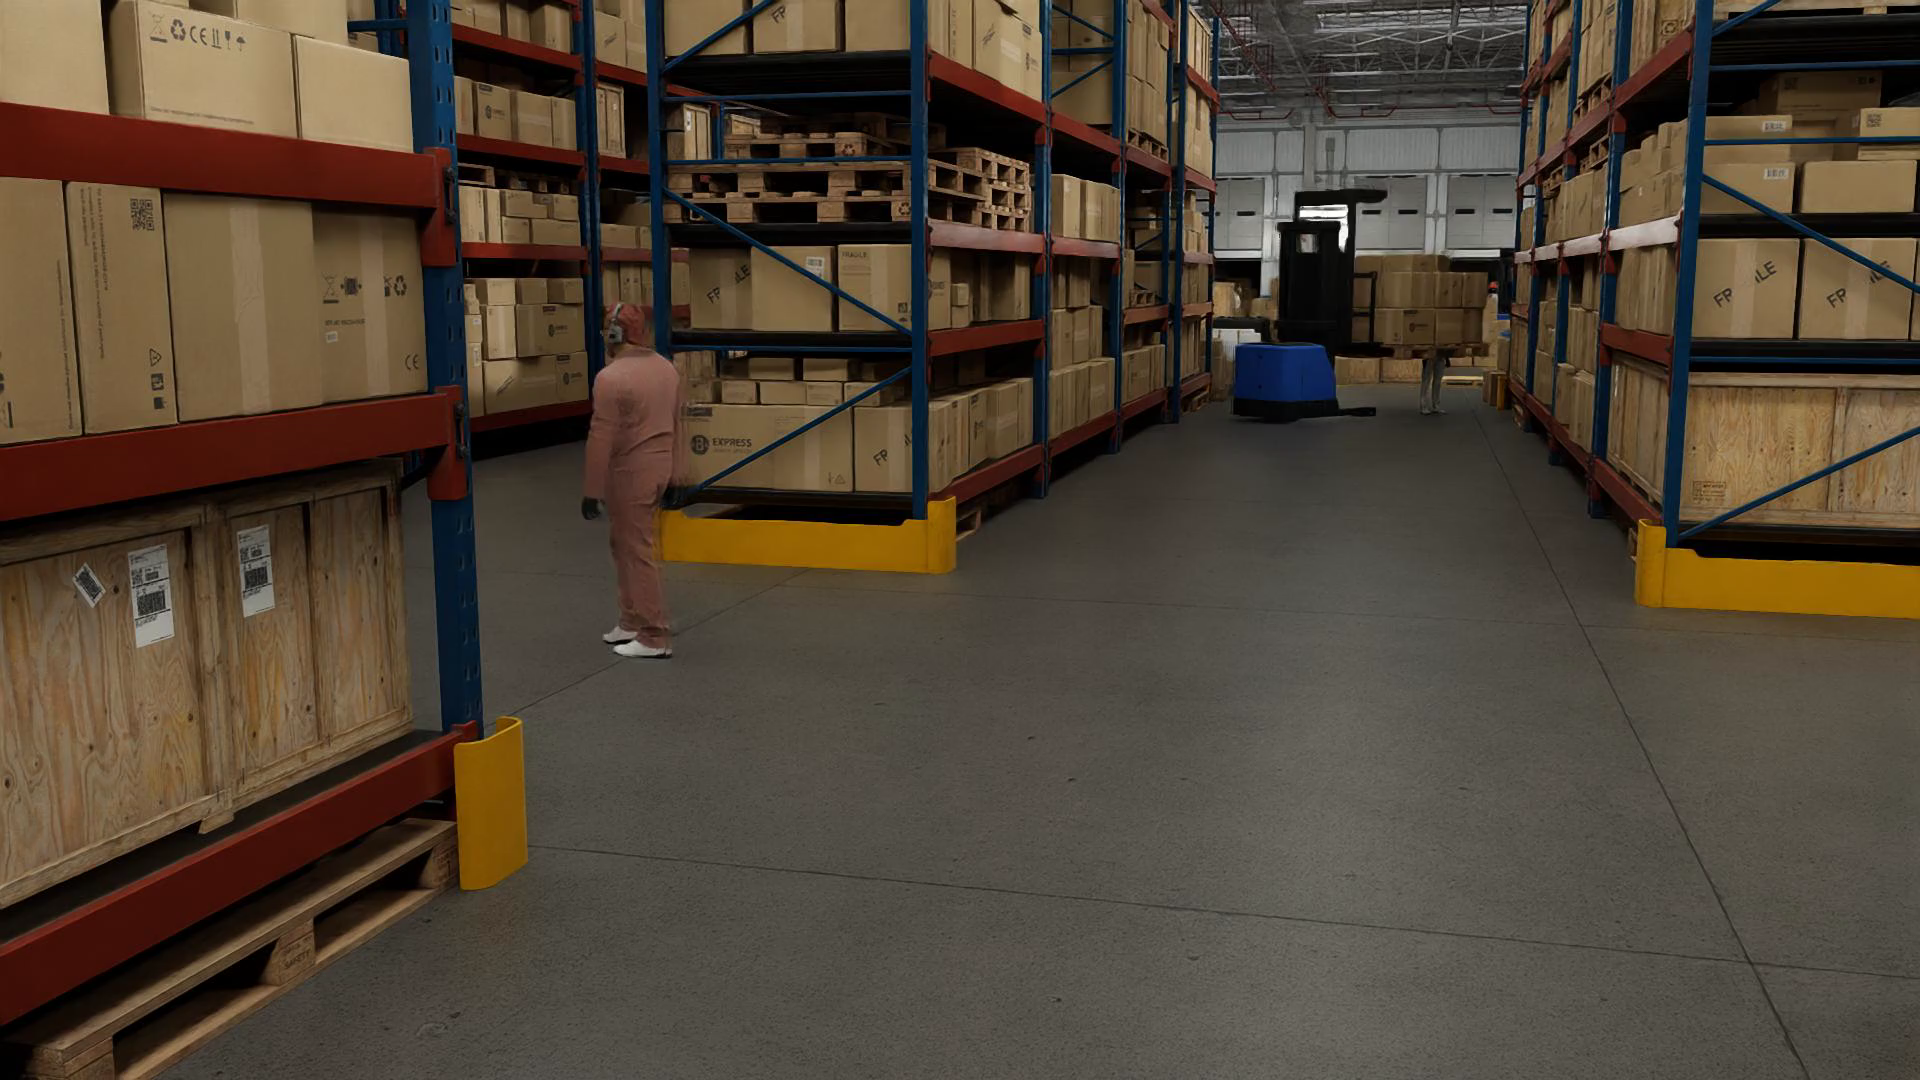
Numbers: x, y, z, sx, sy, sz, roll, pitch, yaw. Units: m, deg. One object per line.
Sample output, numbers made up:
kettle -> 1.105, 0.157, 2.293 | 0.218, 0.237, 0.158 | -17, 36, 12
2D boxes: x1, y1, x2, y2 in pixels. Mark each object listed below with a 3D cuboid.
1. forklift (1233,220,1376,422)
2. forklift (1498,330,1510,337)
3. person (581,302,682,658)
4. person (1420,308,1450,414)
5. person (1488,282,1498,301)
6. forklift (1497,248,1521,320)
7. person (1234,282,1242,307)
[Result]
forklift -> 4.933, -3.146, 23.759 | 1.873, 2.768, 1.129 | -6, 11, -35
forklift -> 10.330, -3.936, 28.776 | 1.873, 2.768, 1.129 | 2, 9, 15
person -> -1.835, -0.312, 8.876 | 0.657, 1.887, 0.673 | 3, 10, 21
person -> 7.089, -2.695, 24.818 | 0.513, 1.642, 0.311 | -4, 10, -24
person -> 14.866, -6.270, 46.686 | 0.571, 1.894, 0.931 | 0, 9, -3
forklift -> 14.837, -6.388, 44.357 | 1.129, 2.768, 1.873 | 5, 10, 30
person -> 7.157, -5.784, 43.563 | 0.475, 1.927, 0.642 | 3, 10, 20
